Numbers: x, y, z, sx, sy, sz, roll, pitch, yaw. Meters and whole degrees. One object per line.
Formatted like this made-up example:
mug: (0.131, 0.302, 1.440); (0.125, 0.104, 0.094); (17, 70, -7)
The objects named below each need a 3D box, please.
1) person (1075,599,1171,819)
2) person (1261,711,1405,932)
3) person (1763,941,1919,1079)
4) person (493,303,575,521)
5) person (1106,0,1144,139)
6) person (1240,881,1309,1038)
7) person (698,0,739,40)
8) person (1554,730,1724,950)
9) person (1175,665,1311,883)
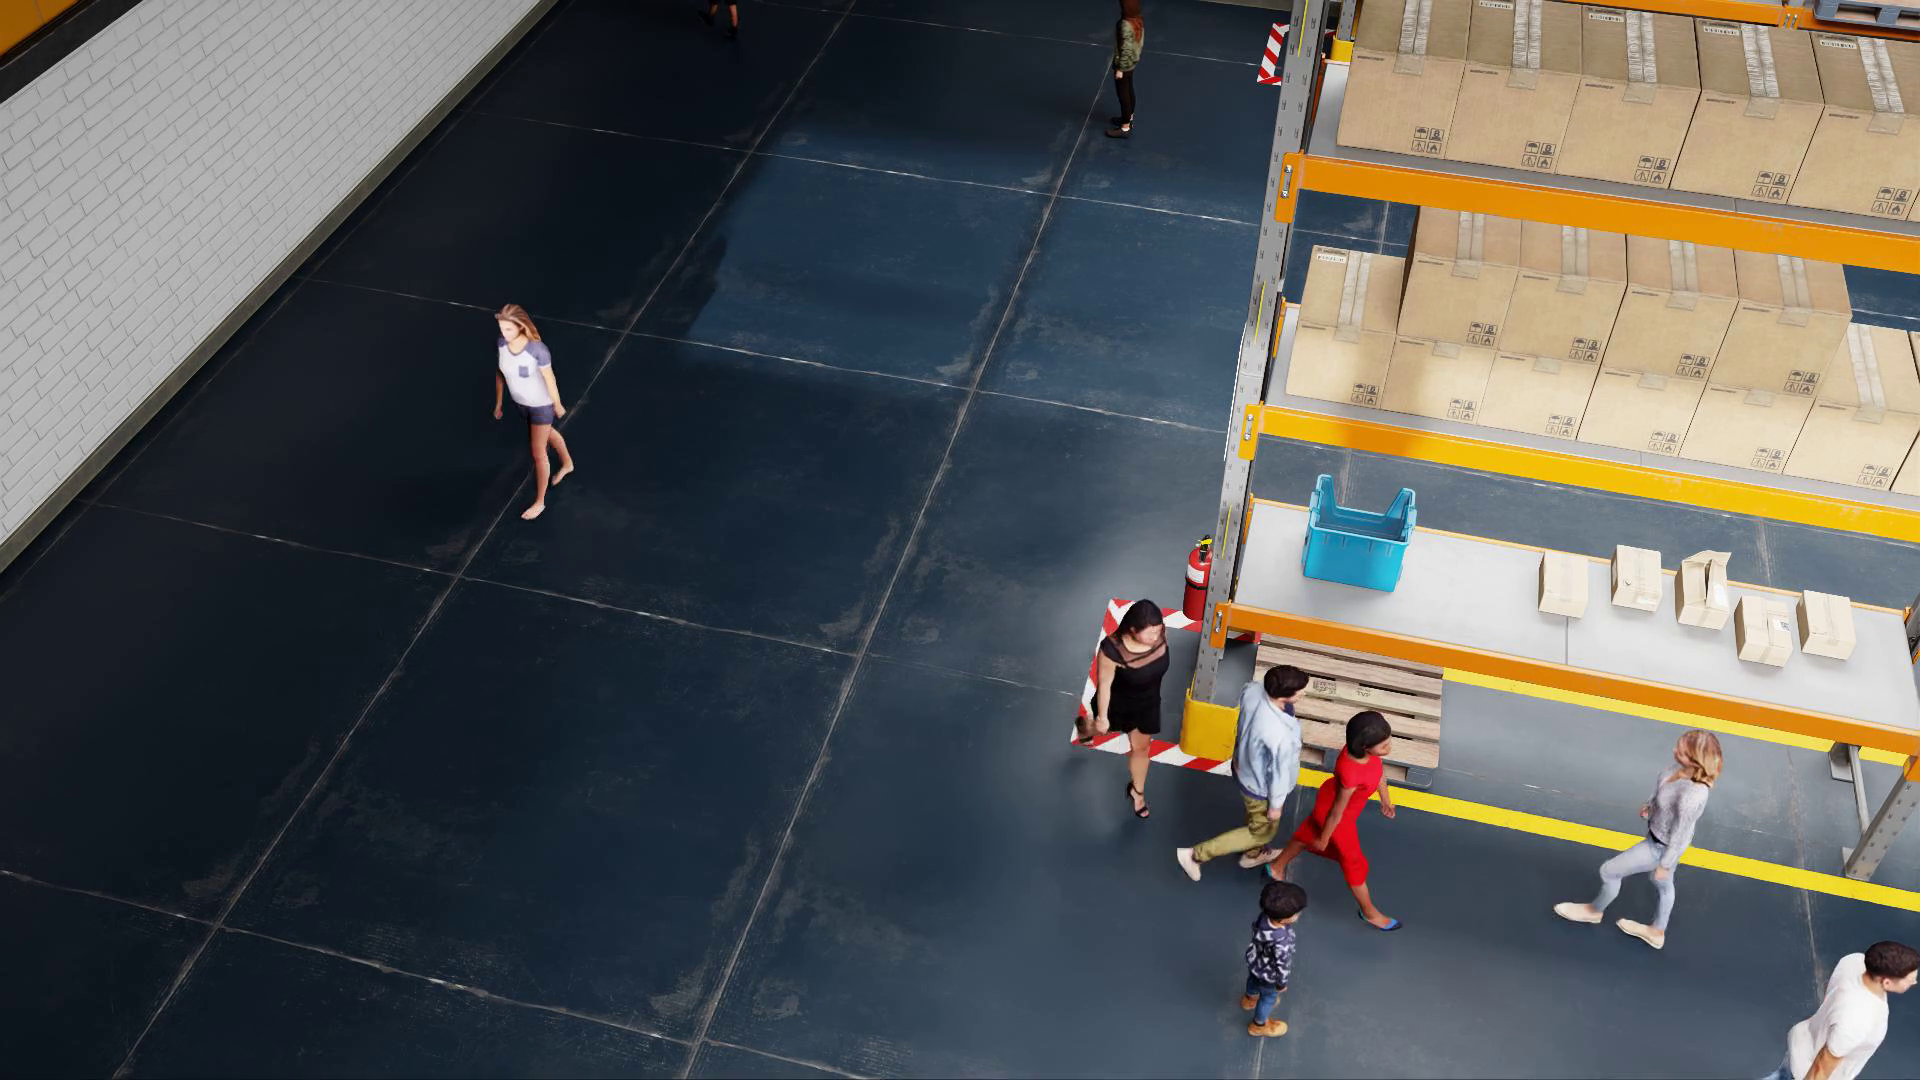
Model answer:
person: (0.934, 0.901, 9.929); (1.064, 1.679, 1.126); (-22, 48, -21)
person: (2.020, 1.507, 9.275); (1.087, 1.703, 0.639); (14, 45, 14)
person: (4.123, 2.499, 8.130); (0.677, 1.846, 0.692); (14, 45, 15)
person: (-3.007, -1.044, 11.957); (0.921, 1.698, 0.809); (23, 48, 22)
person: (1.577, -4.539, 15.788); (0.493, 1.475, 0.588); (12, 45, 13)
person: (1.646, 2.227, 8.848); (0.580, 1.249, 0.560); (-3, 44, -3)
person: (-2.442, -5.817, 17.301); (0.765, 1.238, 0.879); (-30, 51, -28)
person: (3.922, 1.673, 9.052); (0.903, 1.772, 0.728); (20, 47, 19)
person: (1.608, 1.356, 9.370); (1.089, 1.792, 0.923); (-7, 44, -8)
